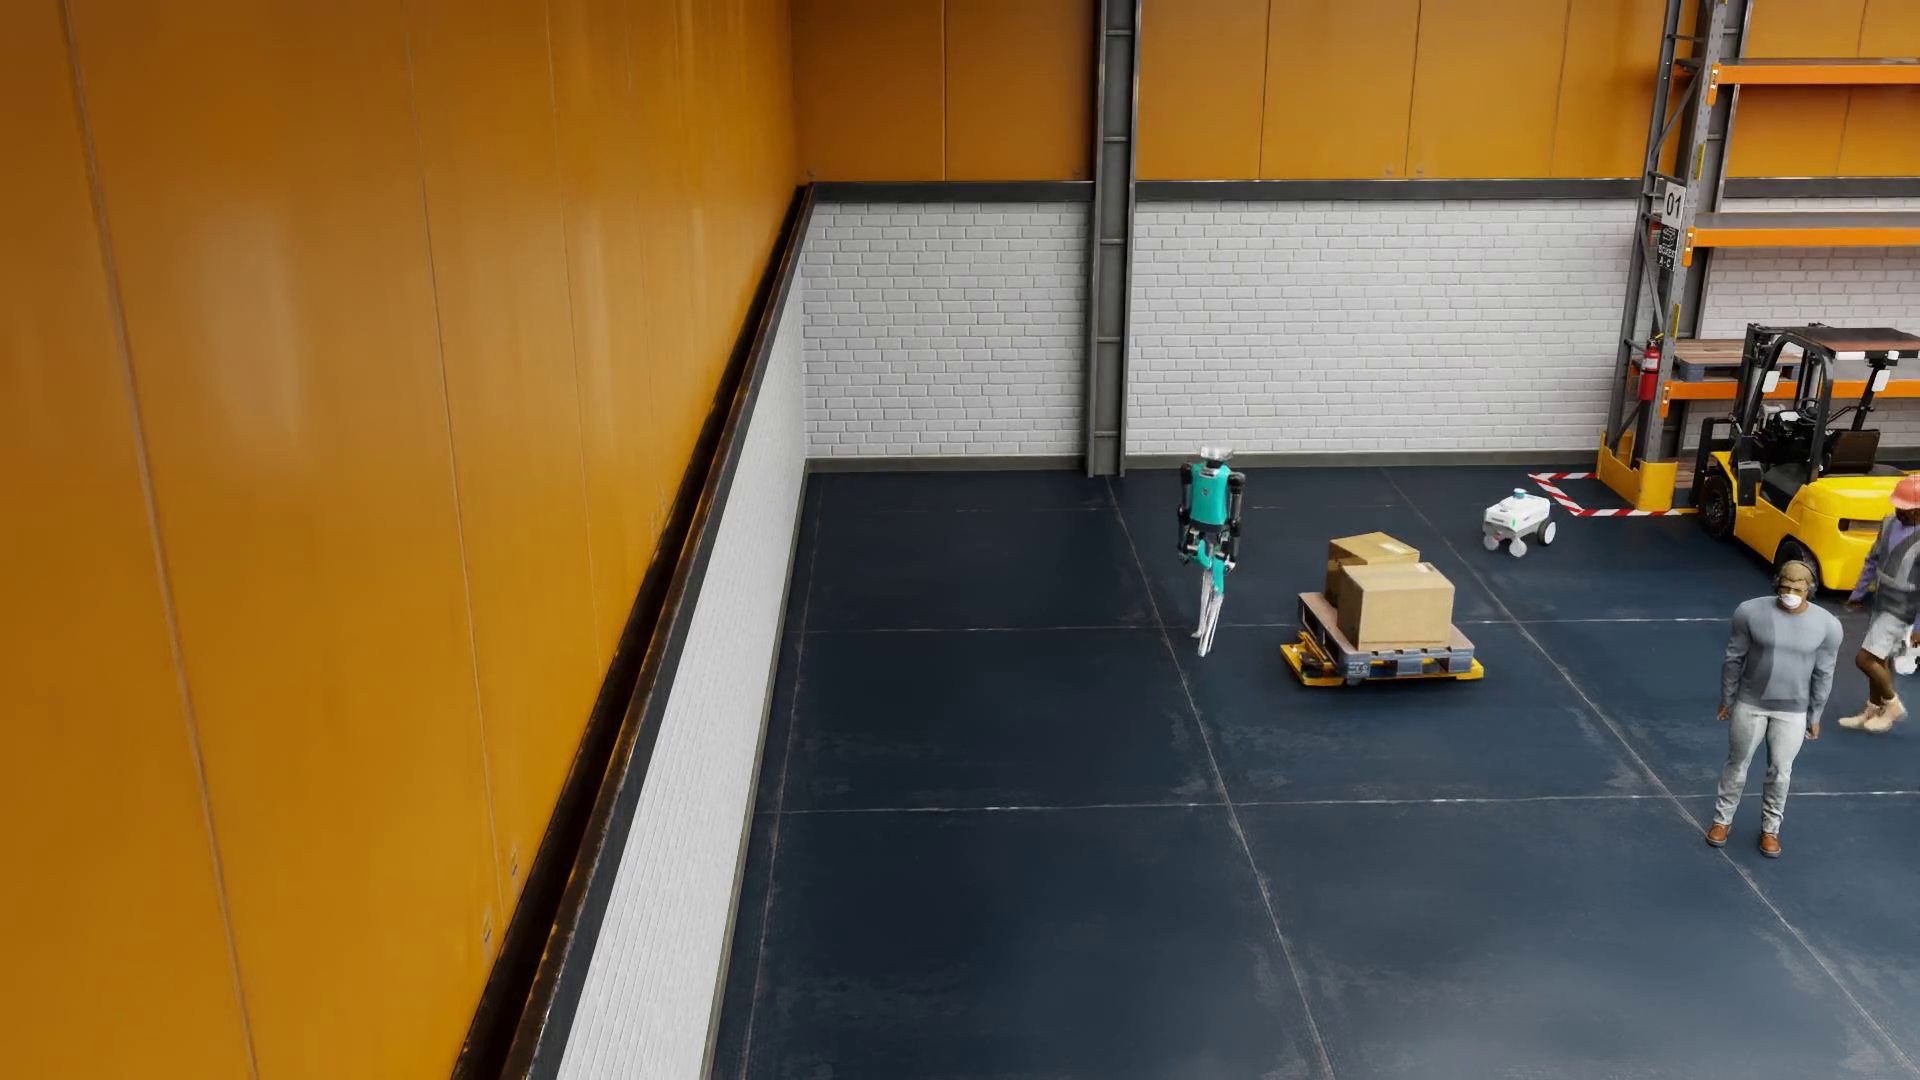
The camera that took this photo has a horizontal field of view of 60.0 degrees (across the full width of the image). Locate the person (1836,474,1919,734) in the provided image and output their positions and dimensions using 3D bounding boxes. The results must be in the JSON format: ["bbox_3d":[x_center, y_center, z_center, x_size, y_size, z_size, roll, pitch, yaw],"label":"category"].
[{"bbox_3d":[6.559,0.470,11.762,0.448,2.017,0.672,1,20,2],"label":"person"}]

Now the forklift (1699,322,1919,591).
[{"bbox_3d":[7.809,-0.792,14.926,1.214,2.155,2.313,-1,20,-2],"label":"forklift"}]

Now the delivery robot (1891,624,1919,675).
[{"bbox_3d":[7.718,0.809,12.949,0.787,0.596,0.499,8,22,21],"label":"delivery robot"}]

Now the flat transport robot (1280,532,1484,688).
[{"bbox_3d":[3.311,0.912,13.080,1.431,0.231,0.659,-2,20,-6],"label":"flat transport robot"}]

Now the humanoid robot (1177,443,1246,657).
[{"bbox_3d":[2.068,0.033,13.350,0.548,1.787,0.779,12,23,29],"label":"humanoid robot"}]

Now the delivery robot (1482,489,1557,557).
[{"bbox_3d":[5.250,-0.190,15.643,0.746,0.587,0.525,-18,27,-40],"label":"delivery robot"}]

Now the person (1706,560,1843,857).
[{"bbox_3d":[5.044,1.035,10.339,0.630,1.940,0.373,10,22,24],"label":"person"}]
